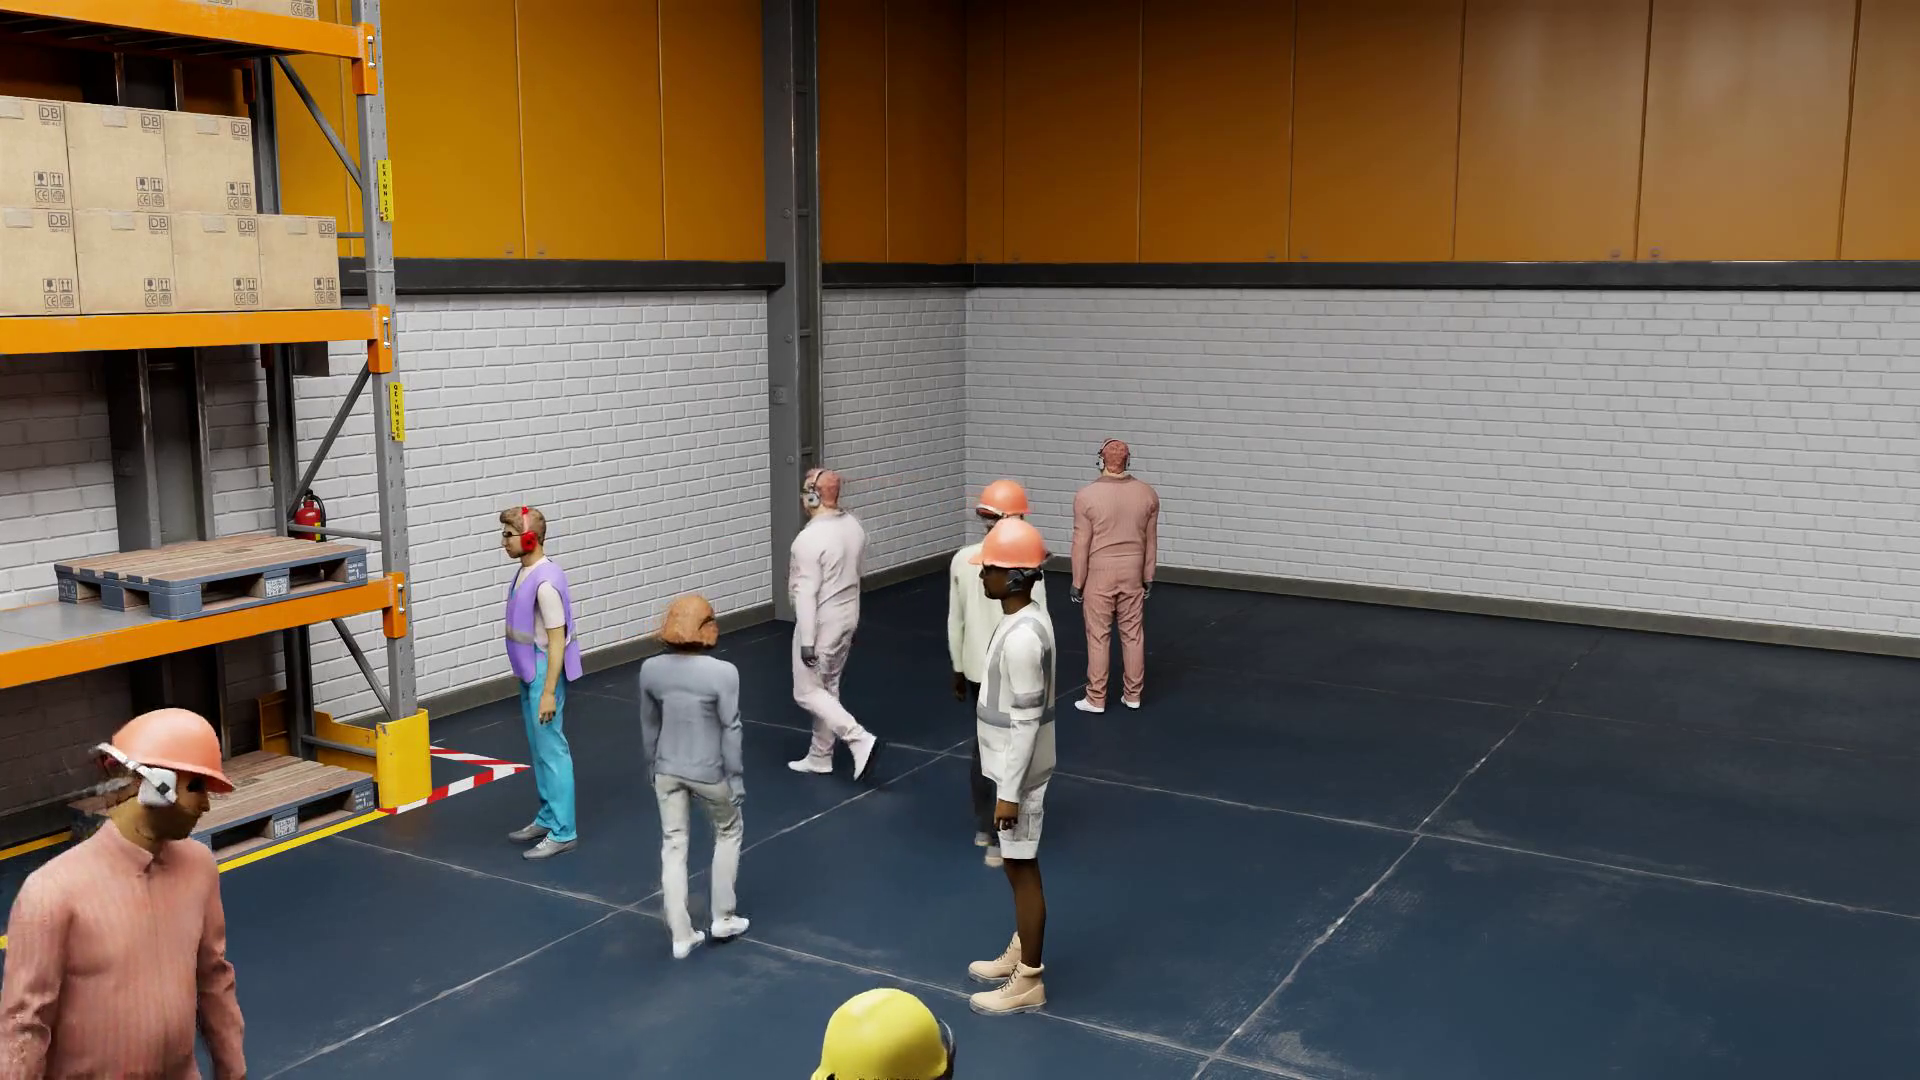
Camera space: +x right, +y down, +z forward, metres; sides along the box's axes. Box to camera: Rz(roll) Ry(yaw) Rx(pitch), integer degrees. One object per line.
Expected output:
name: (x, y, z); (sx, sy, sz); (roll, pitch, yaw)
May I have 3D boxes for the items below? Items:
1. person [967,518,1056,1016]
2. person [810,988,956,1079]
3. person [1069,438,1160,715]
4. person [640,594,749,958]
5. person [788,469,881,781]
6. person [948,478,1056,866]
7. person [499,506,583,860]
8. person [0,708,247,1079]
person: (0.212, 0.924, 6.836); (0.365, 2.048, 0.608); (0, 9, 1)
person: (-0.121, 1.666, 3.121); (0.364, 1.755, 0.538); (-6, 11, -35)
person: (1.044, 0.251, 11.472); (0.648, 1.907, 0.409); (-4, 10, -21)
person: (-1.160, 1.031, 7.474); (0.523, 1.613, 0.557); (3, 10, 18)
person: (-0.756, 0.517, 9.874); (0.666, 1.888, 0.651); (5, 10, 28)
person: (0.219, 0.667, 8.634); (0.624, 1.993, 0.406); (9, 13, 43)
person: (-2.172, 0.732, 8.670); (0.374, 1.840, 0.571); (-4, 10, -25)
person: (-2.070, 1.410, 4.140); (0.378, 1.949, 0.715); (3, 10, 20)
